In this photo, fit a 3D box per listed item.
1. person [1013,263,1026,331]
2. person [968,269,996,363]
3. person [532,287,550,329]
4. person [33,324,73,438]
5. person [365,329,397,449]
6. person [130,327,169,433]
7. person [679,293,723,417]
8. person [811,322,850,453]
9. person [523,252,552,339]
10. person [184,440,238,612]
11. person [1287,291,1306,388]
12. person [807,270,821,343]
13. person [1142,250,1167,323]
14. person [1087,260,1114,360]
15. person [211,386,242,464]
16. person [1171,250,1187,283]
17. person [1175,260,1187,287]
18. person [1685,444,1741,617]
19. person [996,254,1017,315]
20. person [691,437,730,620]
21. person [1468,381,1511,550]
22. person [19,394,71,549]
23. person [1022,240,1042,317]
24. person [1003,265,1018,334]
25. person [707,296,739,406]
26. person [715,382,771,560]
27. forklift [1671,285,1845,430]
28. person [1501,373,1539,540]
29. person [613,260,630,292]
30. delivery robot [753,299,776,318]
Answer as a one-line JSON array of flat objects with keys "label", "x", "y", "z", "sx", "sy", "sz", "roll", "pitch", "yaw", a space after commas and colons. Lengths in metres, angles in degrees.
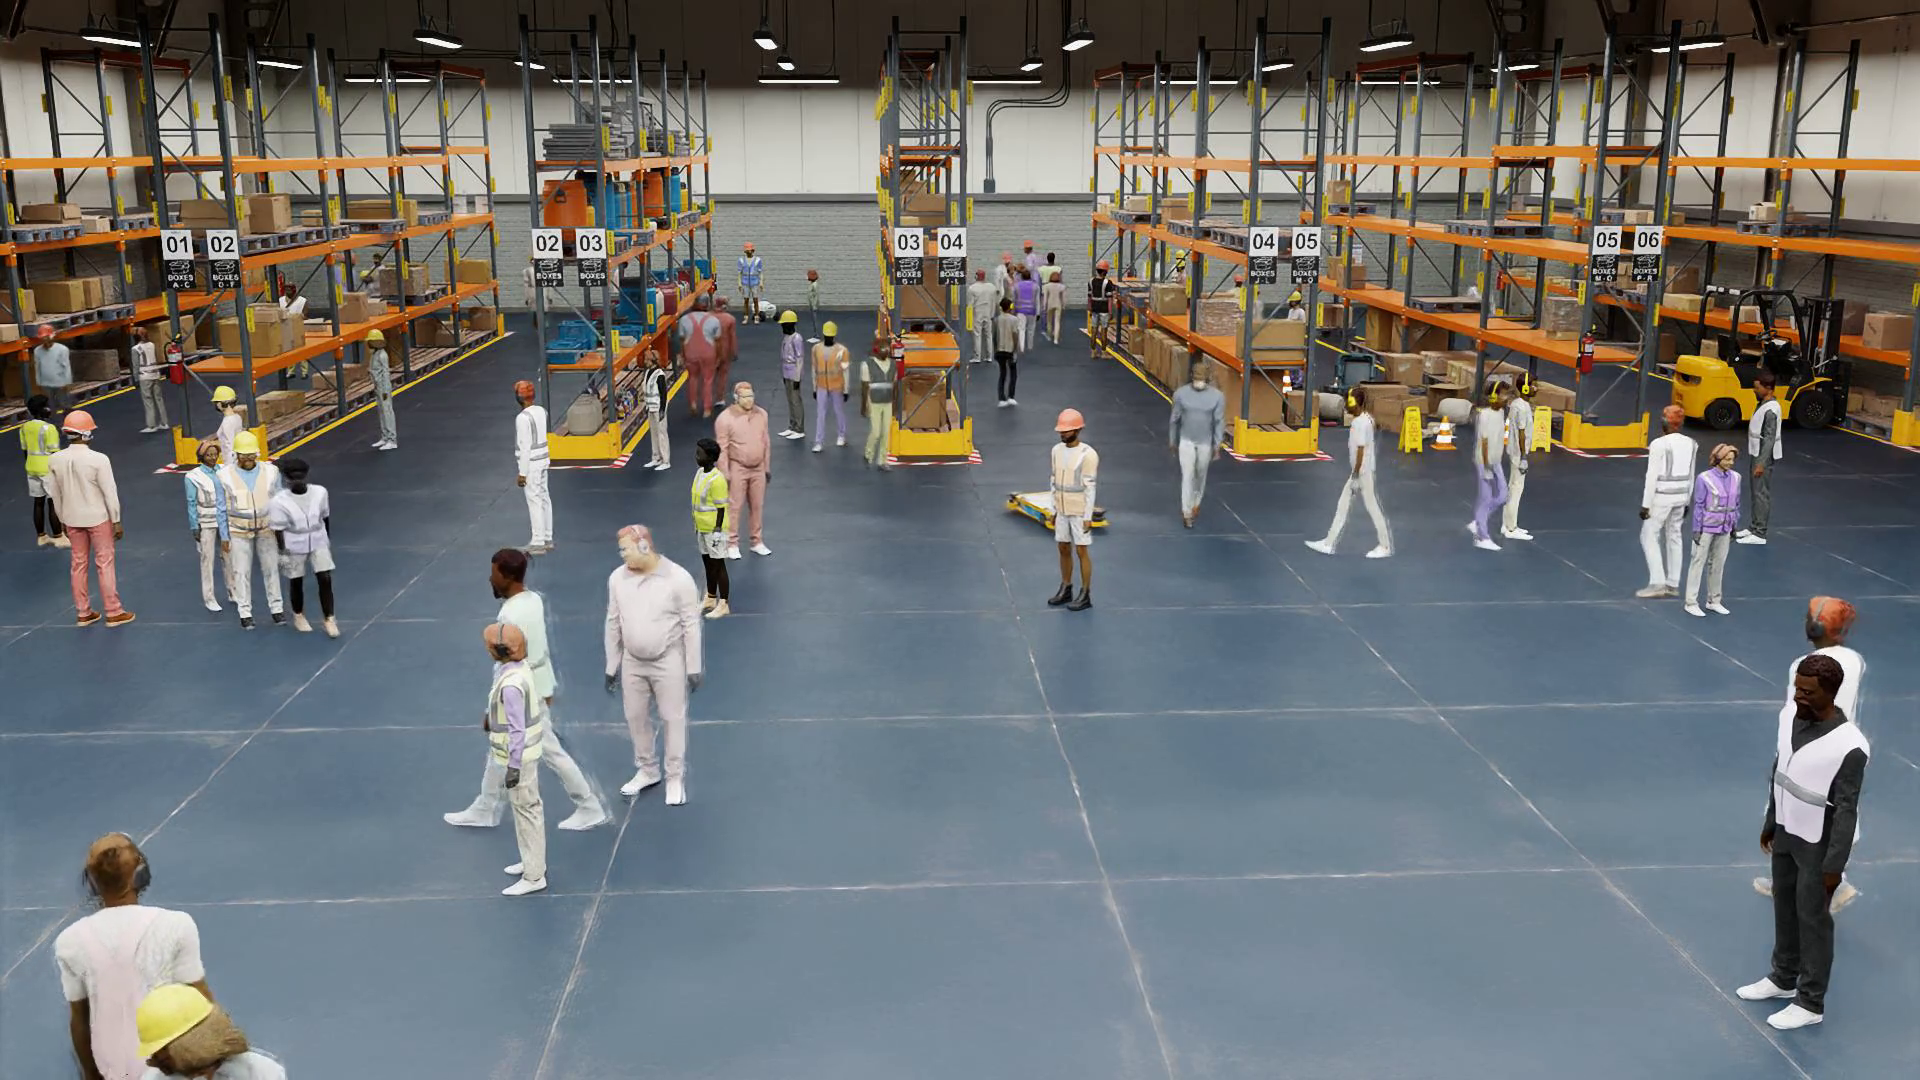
[{"label": "person", "x": 1.402, "y": -5.806, "z": 39.767, "sx": 0.537, "sy": 1.619, "sz": 0.337, "roll": 12, "pitch": 18, "yaw": 41}, {"label": "person", "x": 0.414, "y": -4.558, "z": 33.865, "sx": 0.642, "sy": 1.909, "sz": 0.399, "roll": -7, "pitch": 15, "yaw": -28}, {"label": "person", "x": -10.200, "y": -5.997, "z": 40.362, "sx": 0.530, "sy": 1.721, "sz": 0.906, "roll": -8, "pitch": 15, "yaw": -29}, {"label": "person", "x": -13.624, "y": -2.388, "z": 25.032, "sx": 0.584, "sy": 1.736, "sz": 0.475, "roll": 0, "pitch": 13, "yaw": 2}, {"label": "person", "x": -8.428, "y": -2.190, "z": 24.184, "sx": 0.312, "sy": 1.744, "sz": 0.487, "roll": -9, "pitch": 16, "yaw": -33}, {"label": "person", "x": -12.528, "y": -2.468, "z": 25.623, "sx": 0.321, "sy": 1.628, "sz": 0.530, "roll": 3, "pitch": 14, "yaw": 12}, {"label": "person", "x": -4.199, "y": -3.035, "z": 27.126, "sx": 0.699, "sy": 2.000, "sz": 0.651, "roll": 1, "pitch": 13, "yaw": 3}, {"label": "person", "x": -1.872, "y": -2.240, "z": 24.145, "sx": 0.590, "sy": 1.876, "sz": 0.995, "roll": 3, "pitch": 14, "yaw": 14}, {"label": "person", "x": -9.645, "y": -5.584, "z": 38.000, "sx": 0.611, "sy": 2.016, "sz": 0.641, "roll": -3, "pitch": 14, "yaw": -11}, {"label": "person", "x": -7.053, "y": -0.144, "z": 15.761, "sx": 0.310, "sy": 1.631, "sz": 0.510, "roll": 9, "pitch": 16, "yaw": 34}, {"label": "person", "x": 6.088, "y": -3.647, "z": 30.311, "sx": 0.321, "sy": 1.765, "sz": 0.533, "roll": -5, "pitch": 14, "yaw": -18}, {"label": "person", "x": -3.292, "y": -5.256, "z": 37.404, "sx": 0.284, "sy": 1.633, "sz": 0.501, "roll": -3, "pitch": 14, "yaw": -14}, {"label": "person", "x": 4.847, "y": -6.267, "z": 41.272, "sx": 0.590, "sy": 1.834, "sz": 0.986, "roll": -11, "pitch": 17, "yaw": -38}, {"label": "person", "x": 2.918, "y": -4.748, "z": 34.374, "sx": 0.609, "sy": 2.044, "sz": 0.394, "roll": 12, "pitch": 18, "yaw": 41}, {"label": "person", "x": -8.016, "y": -0.816, "z": 18.313, "sx": 0.311, "sy": 1.768, "sz": 0.533, "roll": -3, "pitch": 14, "yaw": -13}, {"label": "person", "x": 5.208, "y": -5.923, "z": 39.602, "sx": 0.368, "sy": 1.928, "sz": 0.585, "roll": 6, "pitch": 15, "yaw": 25}, {"label": "person", "x": 5.159, "y": -5.686, "z": 38.974, "sx": 0.336, "sy": 1.753, "sz": 0.526, "roll": 0, "pitch": 13, "yaw": -1}, {"label": "person", "x": 7.048, "y": -0.094, "z": 15.547, "sx": 0.514, "sy": 1.632, "sz": 0.312, "roll": -5, "pitch": 14, "yaw": -19}, {"label": "person", "x": 1.221, "y": -6.357, "z": 41.925, "sx": 0.562, "sy": 1.700, "sz": 0.917, "roll": -8, "pitch": 16, "yaw": -31}, {"label": "person", "x": -2.328, "y": -0.115, "z": 15.487, "sx": 0.318, "sy": 1.700, "sz": 0.535, "roll": -8, "pitch": 16, "yaw": -32}, {"label": "person", "x": 5.789, "y": -0.812, "z": 18.093, "sx": 0.382, "sy": 1.859, "sz": 0.538, "roll": 13, "pitch": 18, "yaw": 43}, {"label": "person", "x": -9.986, "y": -0.745, "z": 18.155, "sx": 0.535, "sy": 1.699, "sz": 0.322, "roll": 6, "pitch": 15, "yaw": 25}, {"label": "person", "x": 1.791, "y": -6.634, "z": 42.395, "sx": 0.497, "sy": 2.026, "sz": 0.618, "roll": 3, "pitch": 14, "yaw": 13}, {"label": "person", "x": 1.170, "y": -5.629, "z": 38.978, "sx": 0.311, "sy": 1.639, "sz": 0.512, "roll": 8, "pitch": 15, "yaw": 31}, {"label": "person", "x": -4.074, "y": -3.199, "z": 28.190, "sx": 0.685, "sy": 1.870, "sz": 0.413, "roll": 3, "pitch": 14, "yaw": 11}, {"label": "person", "x": -2.284, "y": -0.745, "z": 17.747, "sx": 0.642, "sy": 1.897, "sz": 0.394, "roll": -11, "pitch": 17, "yaw": -39}, {"label": "forklift", "x": 12.503, "y": -2.886, "z": 26.166, "sx": 2.313, "sy": 2.155, "sz": 1.214, "roll": -1, "pitch": 13, "yaw": -3}, {"label": "person", "x": 6.295, "y": -0.947, "z": 18.645, "sx": 0.328, "sy": 1.872, "sz": 0.514, "roll": 2, "pitch": 13, "yaw": 9}, {"label": "person", "x": -7.593, "y": -5.448, "z": 37.481, "sx": 0.414, "sy": 1.985, "sz": 0.611, "roll": -2, "pitch": 13, "yaw": -7}, {"label": "delivery robot", "x": -4.959, "y": -5.874, "z": 42.135, "sx": 0.477, "sy": 0.478, "sz": 0.707, "roll": -9, "pitch": 16, "yaw": -35}]
